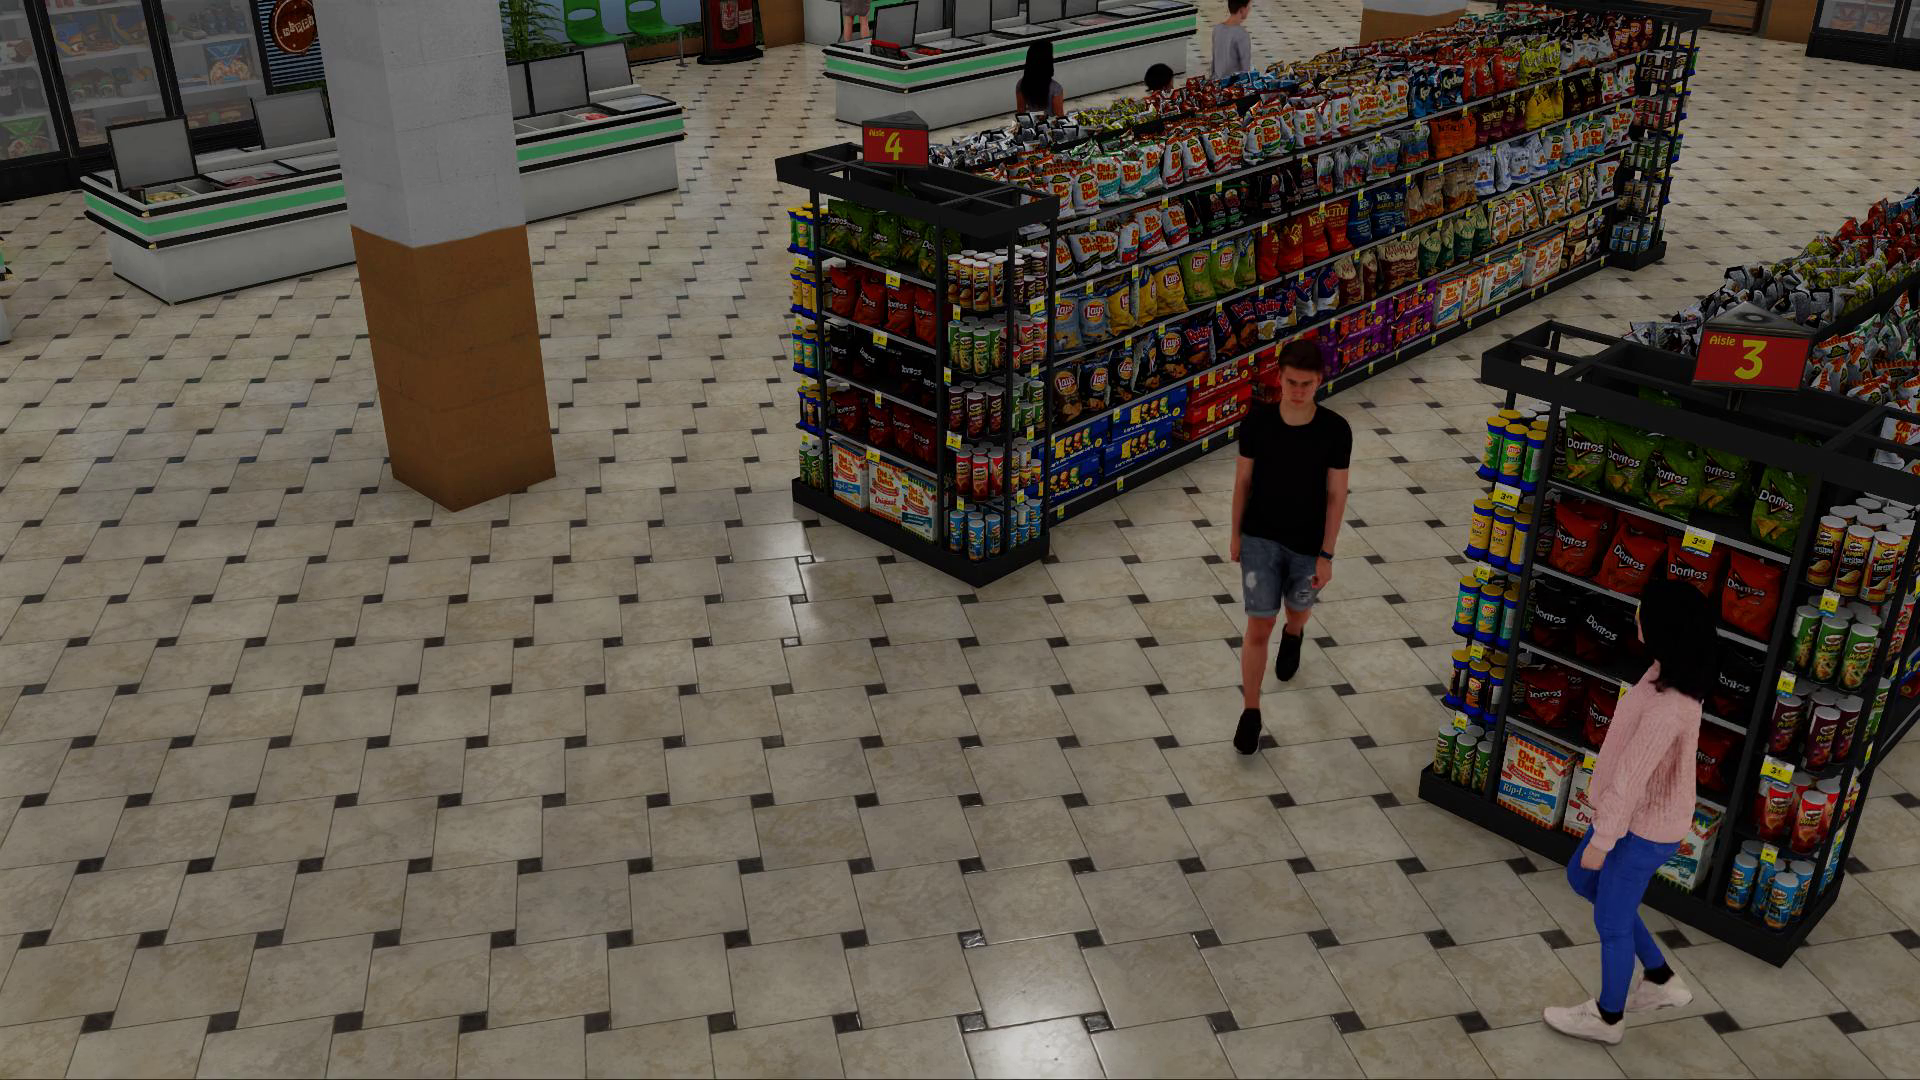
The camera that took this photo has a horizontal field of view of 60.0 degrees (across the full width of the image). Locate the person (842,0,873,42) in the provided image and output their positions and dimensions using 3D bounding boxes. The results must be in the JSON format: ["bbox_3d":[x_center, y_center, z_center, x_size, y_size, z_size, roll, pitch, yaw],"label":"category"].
[{"bbox_3d":[-1.298,-6.816,20.755,0.664,1.747,0.678,6,27,11],"label":"person"}]

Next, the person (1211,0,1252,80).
[{"bbox_3d":[2.440,-4.076,15.243,0.639,1.845,0.678,-18,32,-32],"label":"person"}]

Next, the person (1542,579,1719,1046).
[{"bbox_3d":[2.308,0.956,5.422,0.832,1.753,0.755,13,30,24],"label":"person"}]

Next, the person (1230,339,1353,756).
[{"bbox_3d":[1.456,-0.037,7.309,1.046,1.817,1.272,6,27,11],"label":"person"}]

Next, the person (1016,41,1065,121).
[{"bbox_3d":[0.653,-3.124,13.436,0.629,1.781,0.590,16,31,28],"label":"person"}]
